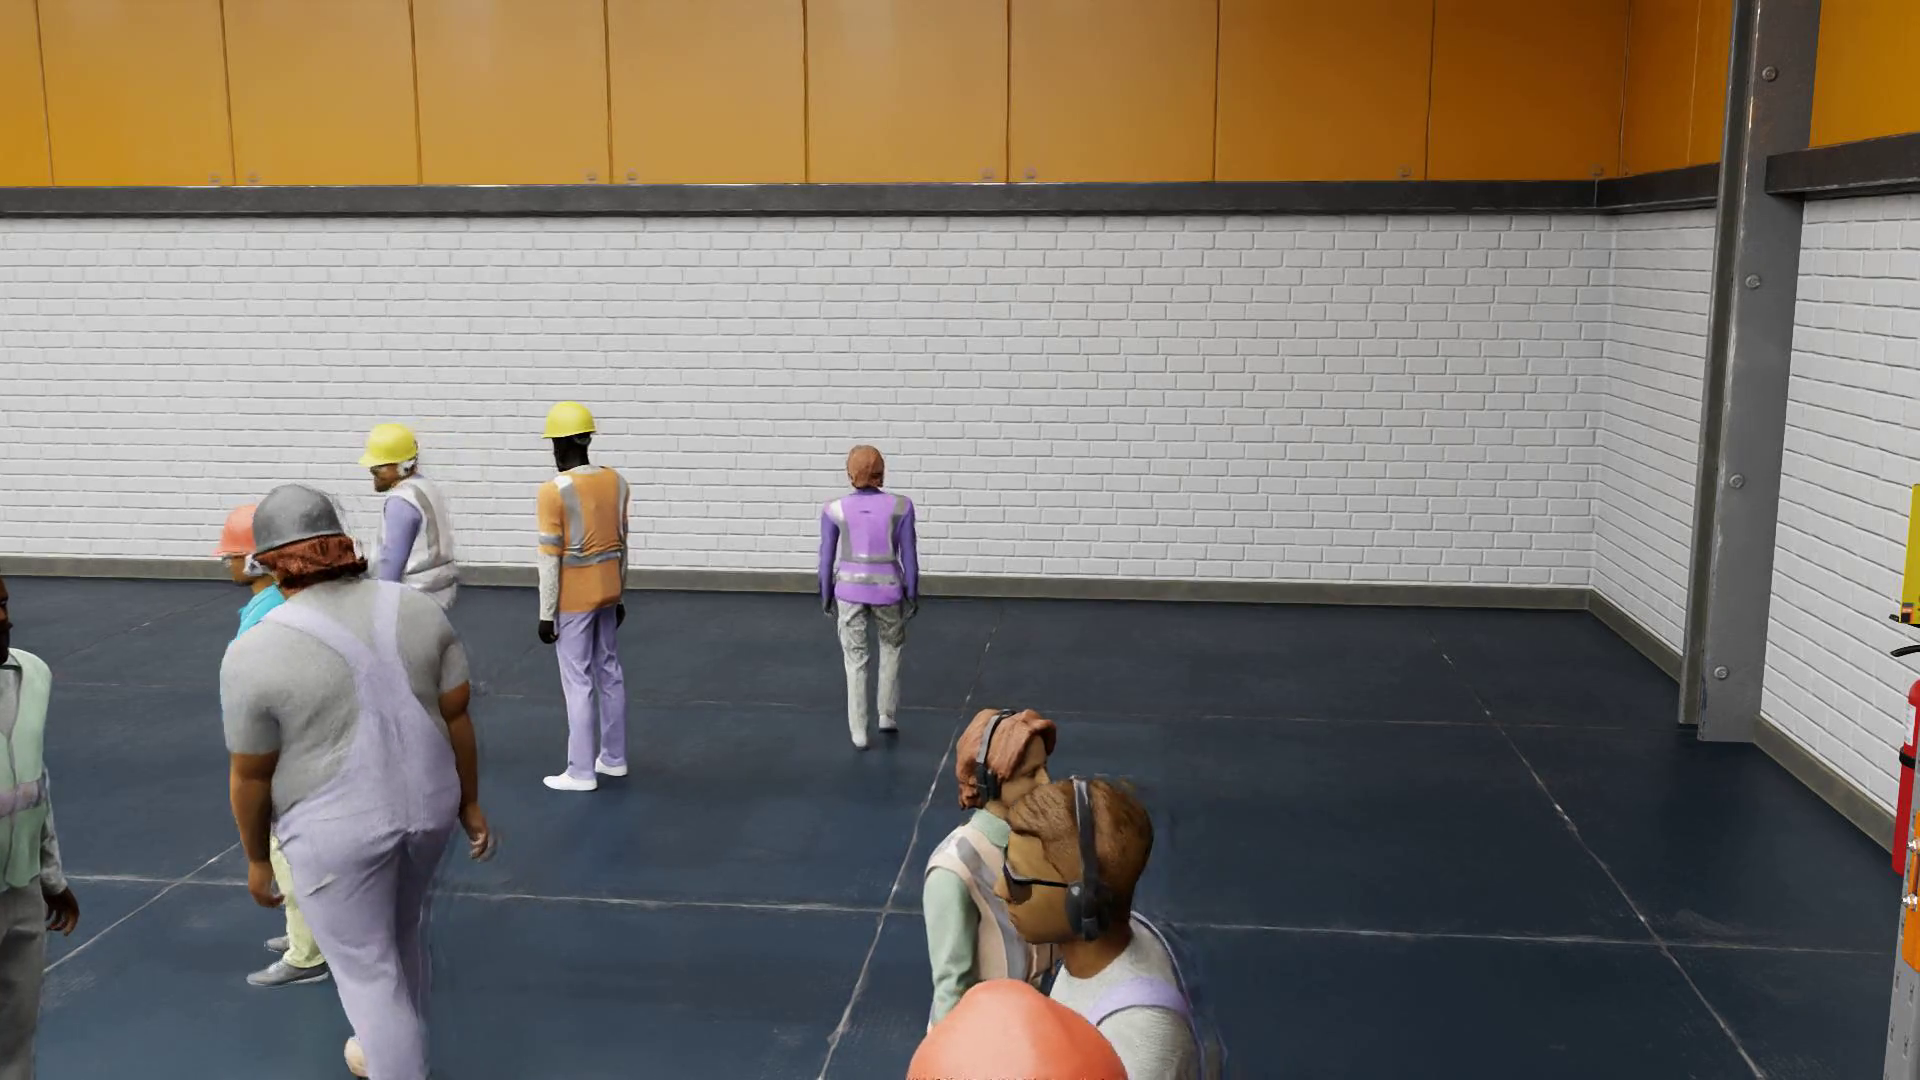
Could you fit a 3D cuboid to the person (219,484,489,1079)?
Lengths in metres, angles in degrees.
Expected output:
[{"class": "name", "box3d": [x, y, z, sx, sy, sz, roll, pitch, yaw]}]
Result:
[{"class": "person", "box3d": [-1.829, 0.792, 4.879, 0.875, 2.000, 0.716, 7, 12, 36]}]

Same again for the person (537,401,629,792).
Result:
[{"class": "person", "box3d": [-1.870, 0.277, 8.187, 0.394, 1.918, 0.583, 6, 11, 29]}]

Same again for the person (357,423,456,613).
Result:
[{"class": "person", "box3d": [-2.764, 0.300, 8.384, 0.429, 1.801, 0.611, -1, 10, -8]}]

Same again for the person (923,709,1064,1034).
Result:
[{"class": "person", "box3d": [0.086, 1.180, 3.797, 0.312, 1.642, 0.512, 5, 11, 27]}]

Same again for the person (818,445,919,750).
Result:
[{"class": "person", "box3d": [-0.491, 0.297, 8.914, 0.534, 1.618, 0.525, 0, 10, -2]}]

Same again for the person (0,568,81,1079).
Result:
[{"class": "person", "box3d": [-2.572, 0.945, 4.350, 0.394, 1.919, 0.590, 2, 10, 9]}]

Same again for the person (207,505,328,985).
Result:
[{"class": "person", "box3d": [-2.488, 0.741, 6.019, 0.356, 1.744, 0.579, -2, 10, -9]}]

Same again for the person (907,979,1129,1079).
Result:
[{"class": "person", "box3d": [0.066, 1.395, 1.747, 0.543, 1.928, 0.380, -5, 11, -25]}]

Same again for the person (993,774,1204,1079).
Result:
[{"class": "person", "box3d": [0.254, 1.261, 2.781, 0.438, 1.831, 0.552, 0, 10, 2]}]
